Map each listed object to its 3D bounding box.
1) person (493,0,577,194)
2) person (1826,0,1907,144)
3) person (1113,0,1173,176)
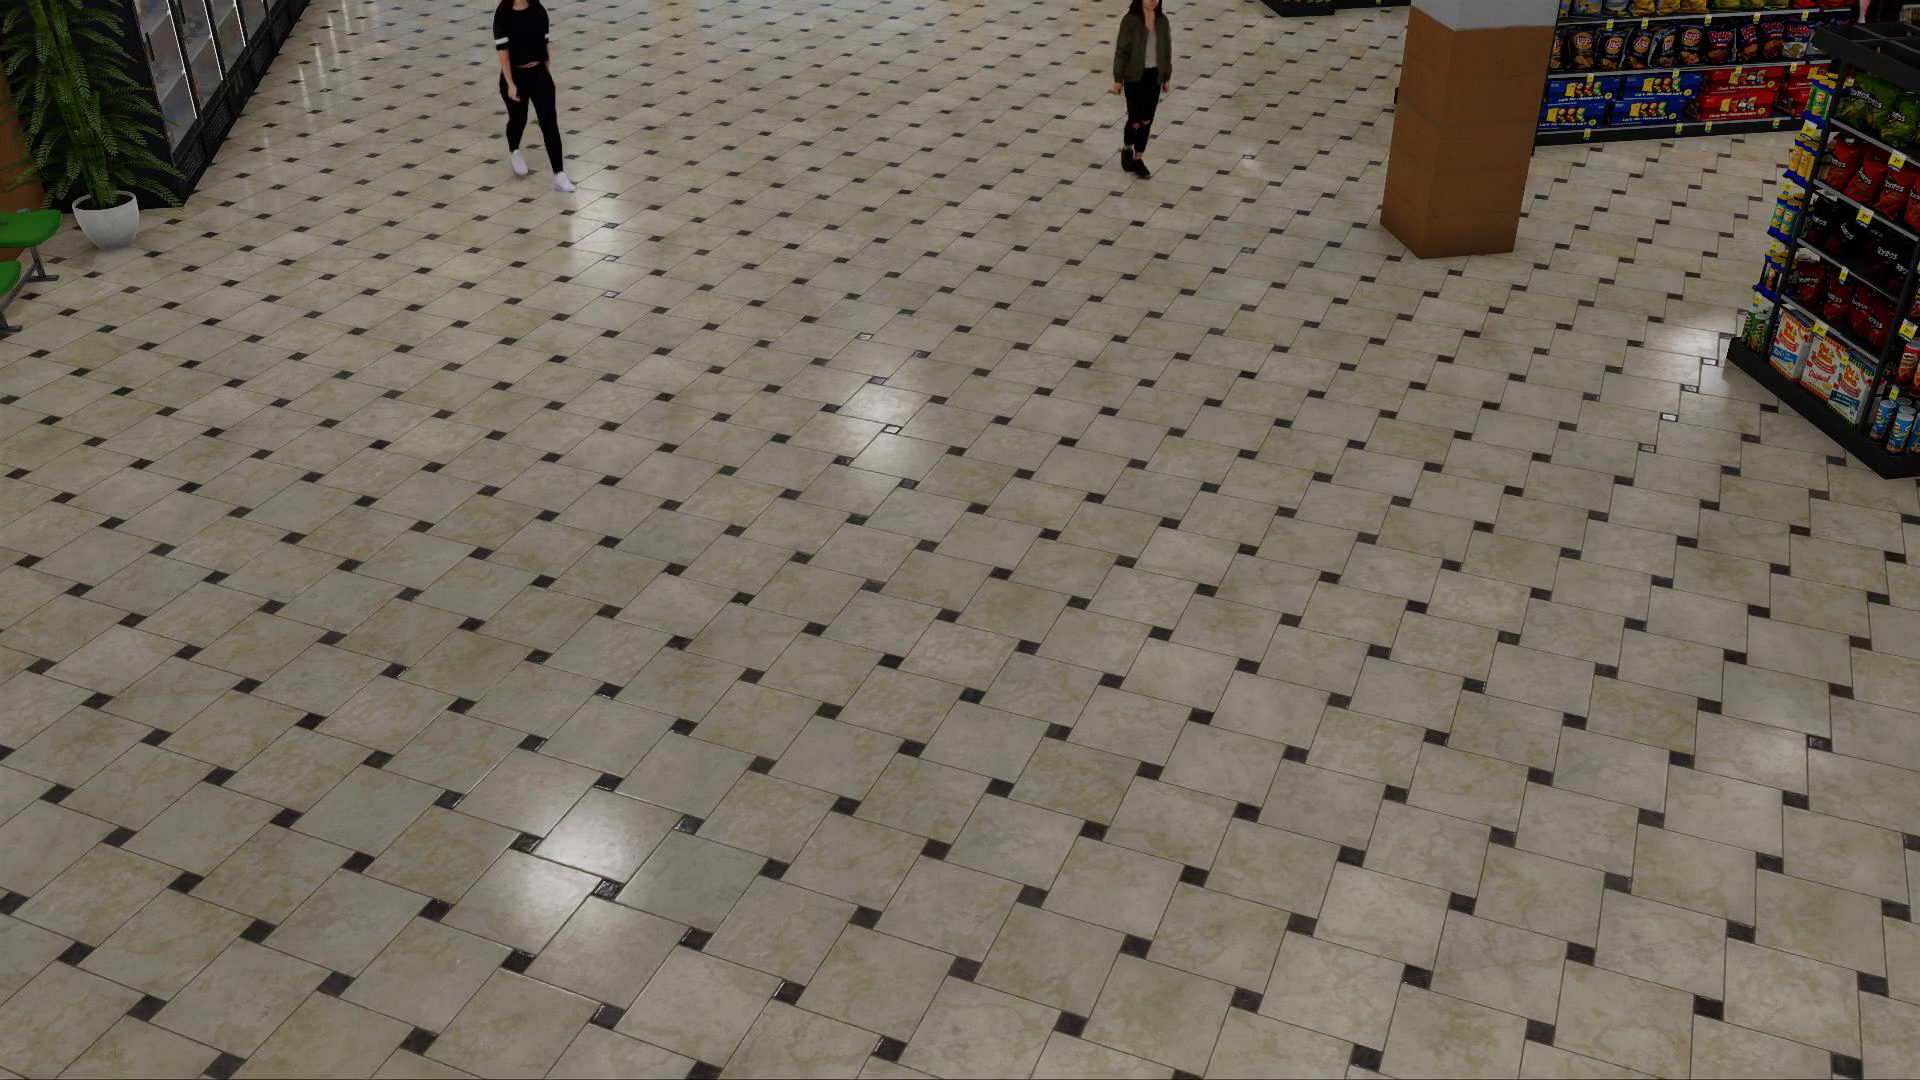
[{"bbox_3d":[-3.245,-3.394,12.284,1.146,1.597,1.013,-23,38,-32],"label":"person"},{"bbox_3d":[7.036,-3.754,12.767,0.565,1.700,0.620,-5,32,-9],"label":"person"},{"bbox_3d":[1.350,-3.506,12.583,0.549,1.471,0.700,-11,33,-16],"label":"person"}]
